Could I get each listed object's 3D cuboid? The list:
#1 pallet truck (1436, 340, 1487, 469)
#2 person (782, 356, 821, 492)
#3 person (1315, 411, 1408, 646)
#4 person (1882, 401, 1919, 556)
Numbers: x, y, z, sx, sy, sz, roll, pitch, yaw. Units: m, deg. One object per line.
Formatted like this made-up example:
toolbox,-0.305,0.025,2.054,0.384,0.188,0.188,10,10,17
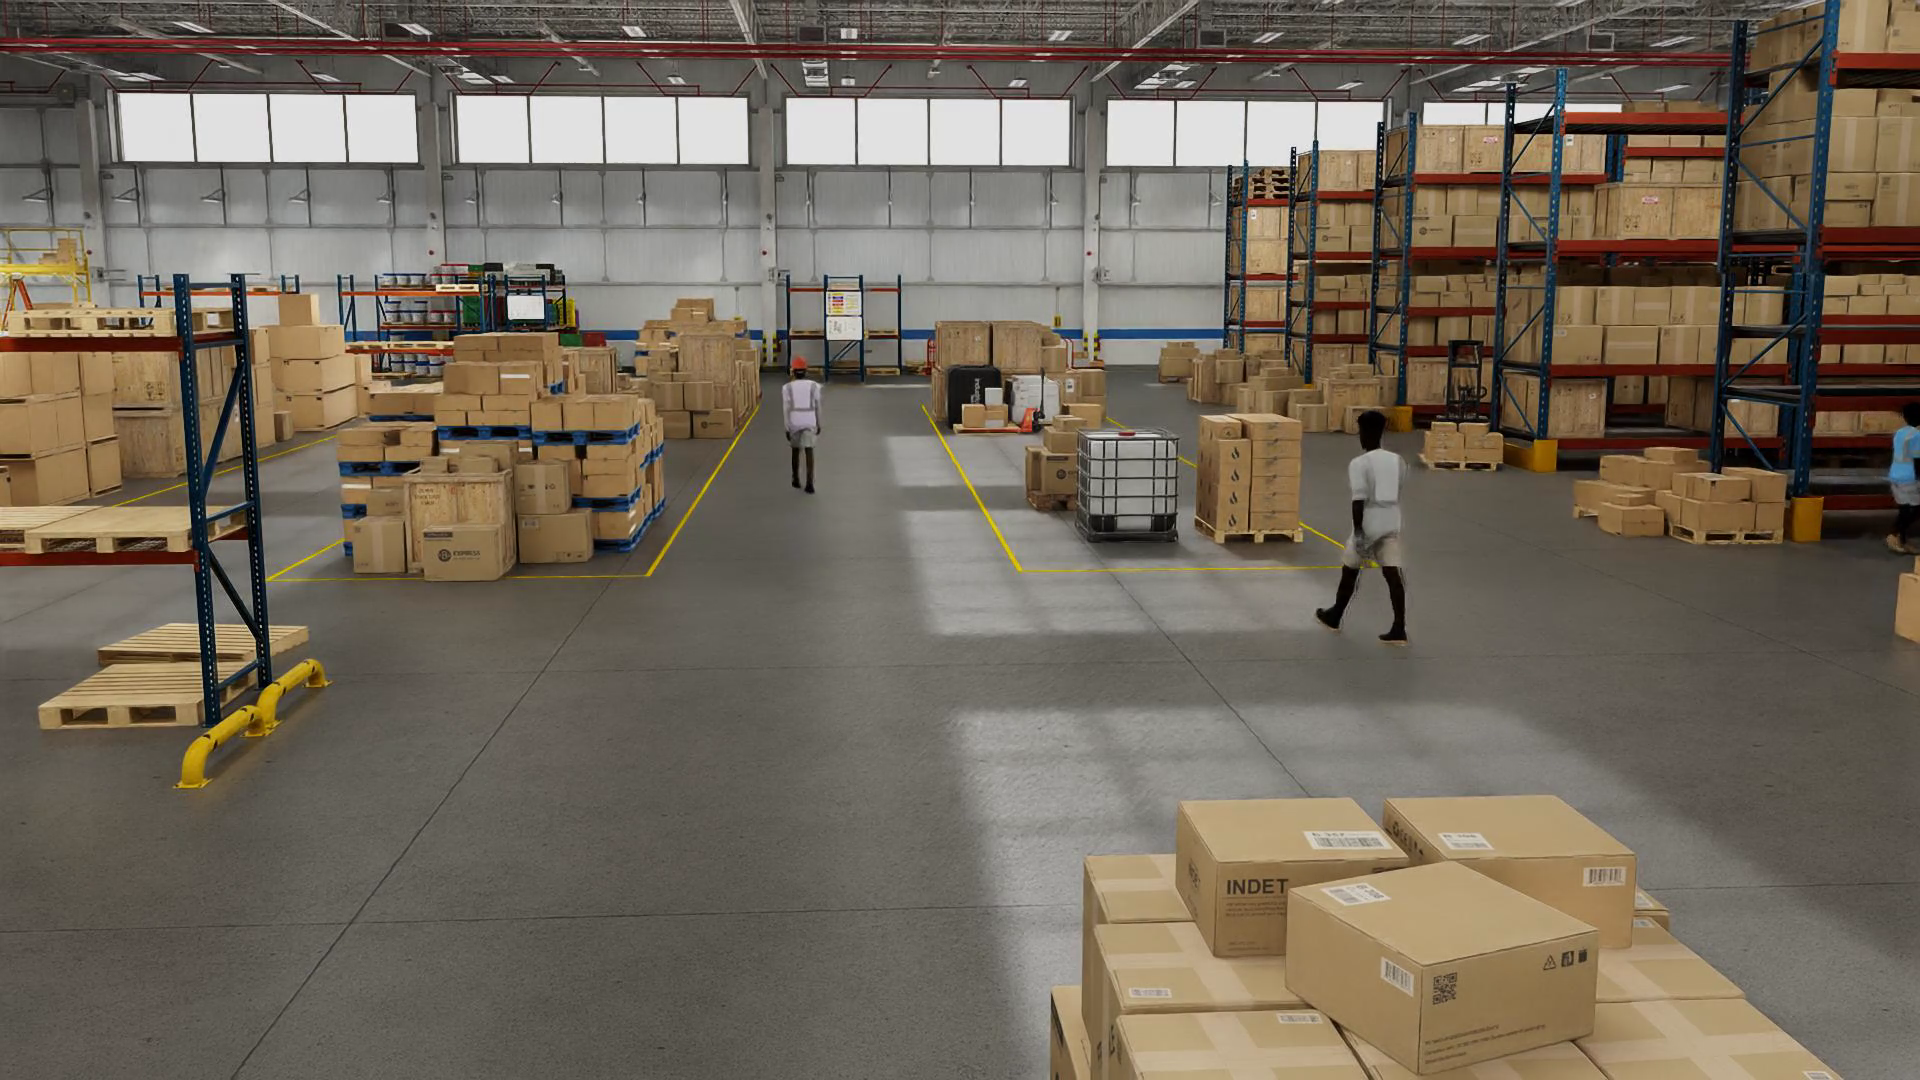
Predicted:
pallet truck,8.004,-2.170,26.422,0.823,1.965,1.885,2,9,14
person,-2.215,-1.627,23.341,0.546,1.901,0.958,-1,9,-8
person,3.385,-0.111,13.749,0.608,1.911,1.017,-4,10,-26
person,10.174,-0.652,17.828,0.407,1.690,0.575,1,9,7
